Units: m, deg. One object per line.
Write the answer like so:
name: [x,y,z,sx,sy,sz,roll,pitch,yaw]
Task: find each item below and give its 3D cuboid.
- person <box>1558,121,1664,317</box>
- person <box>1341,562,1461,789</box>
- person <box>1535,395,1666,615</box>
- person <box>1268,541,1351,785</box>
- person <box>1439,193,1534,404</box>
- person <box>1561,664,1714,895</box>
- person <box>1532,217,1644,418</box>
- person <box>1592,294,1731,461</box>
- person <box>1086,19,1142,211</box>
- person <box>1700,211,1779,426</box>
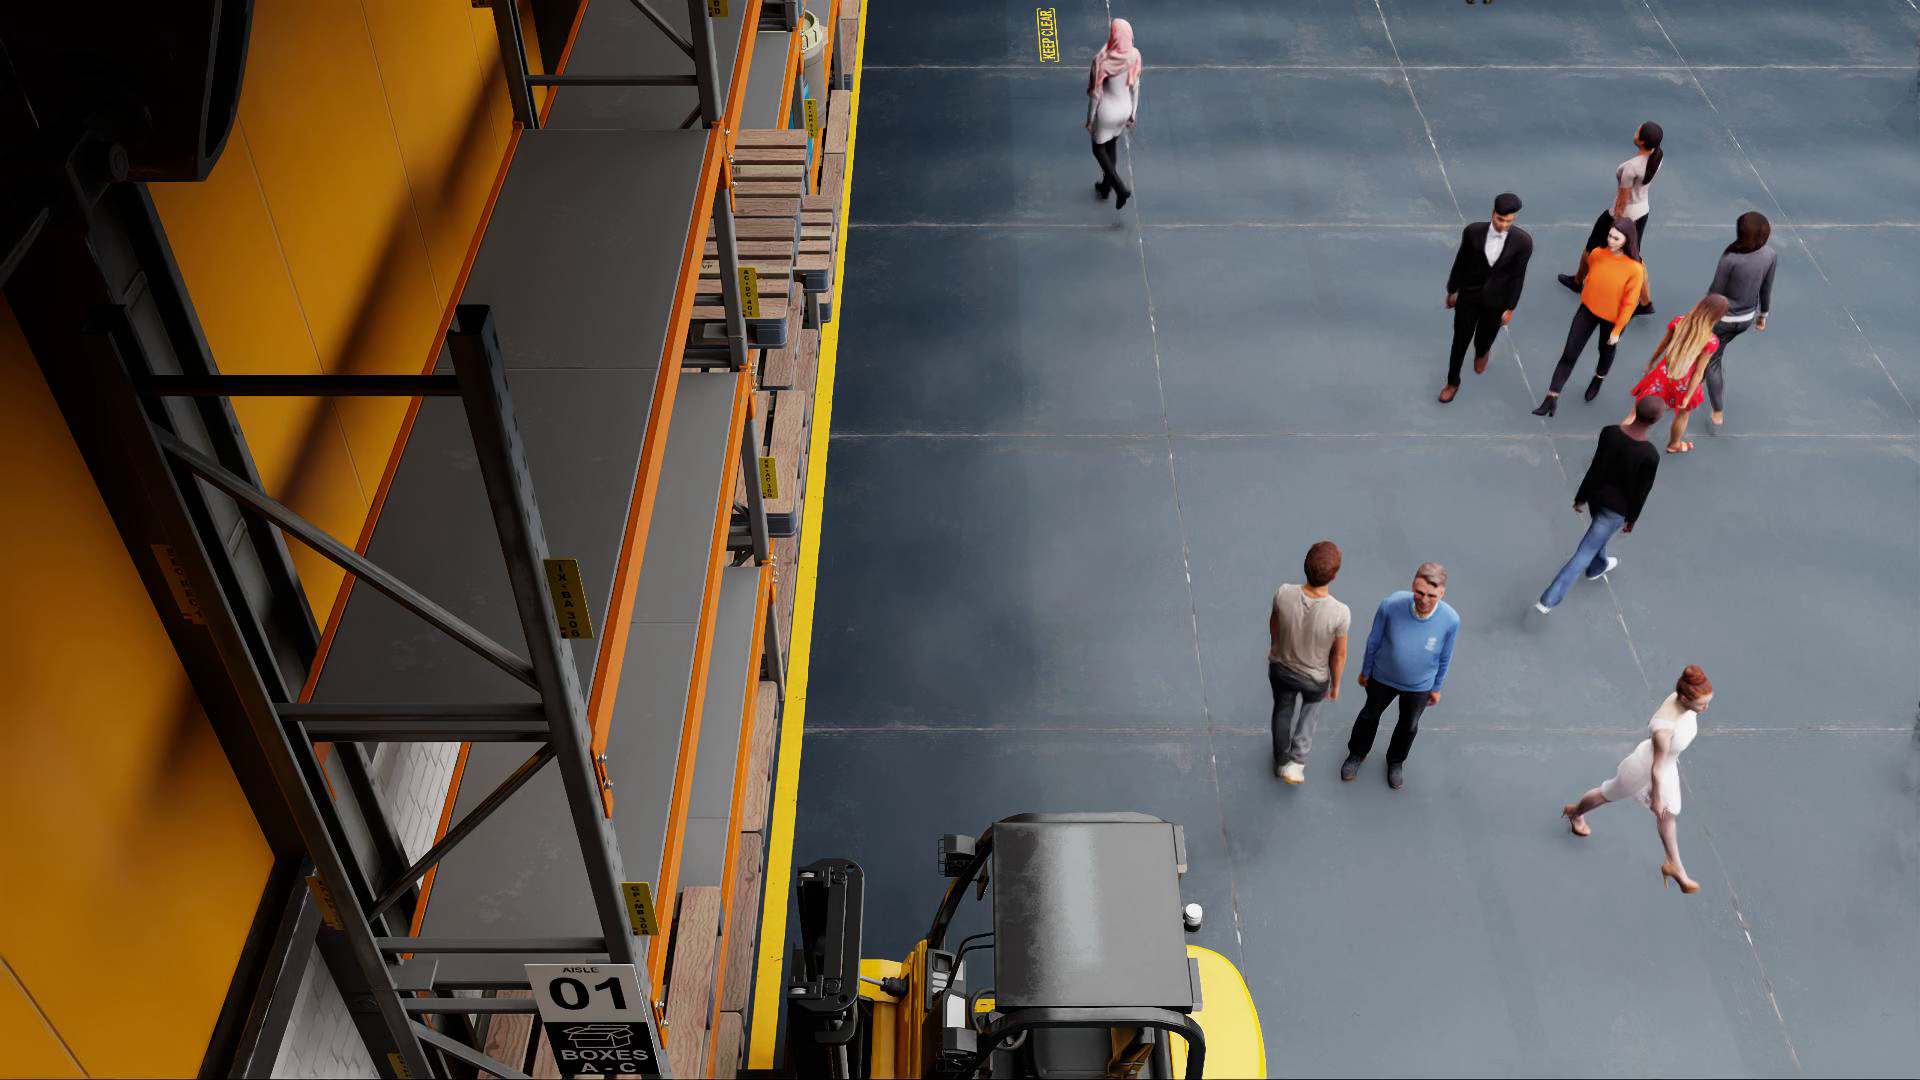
person: [5.583,-2.621,13.754,0.999,1.709,1.233,-21,48,-21]
person: [2.690,0.797,10.086,0.720,1.820,0.676,13,45,13]
person: [4.304,-0.200,11.215,1.141,1.706,1.189,-27,50,-26]
person: [2.021,0.826,10.014,0.790,1.877,0.858,17,46,17]
person: [4.099,-1.926,12.911,0.940,1.864,1.036,22,48,21]
person: [3.868,1.290,9.618,1.132,1.752,1.072,33,53,30]
person: [5.006,-1.749,12.838,1.074,1.710,1.138,33,53,30]
person: [5.199,-1.124,12.302,1.077,1.544,1.070,-34,53,-30]
person: [1.392,-3.762,14.896,0.855,1.786,1.047,-16,46,-16]
person: [5.924,-1.657,12.725,0.763,1.732,1.052,-3,44,-4]
